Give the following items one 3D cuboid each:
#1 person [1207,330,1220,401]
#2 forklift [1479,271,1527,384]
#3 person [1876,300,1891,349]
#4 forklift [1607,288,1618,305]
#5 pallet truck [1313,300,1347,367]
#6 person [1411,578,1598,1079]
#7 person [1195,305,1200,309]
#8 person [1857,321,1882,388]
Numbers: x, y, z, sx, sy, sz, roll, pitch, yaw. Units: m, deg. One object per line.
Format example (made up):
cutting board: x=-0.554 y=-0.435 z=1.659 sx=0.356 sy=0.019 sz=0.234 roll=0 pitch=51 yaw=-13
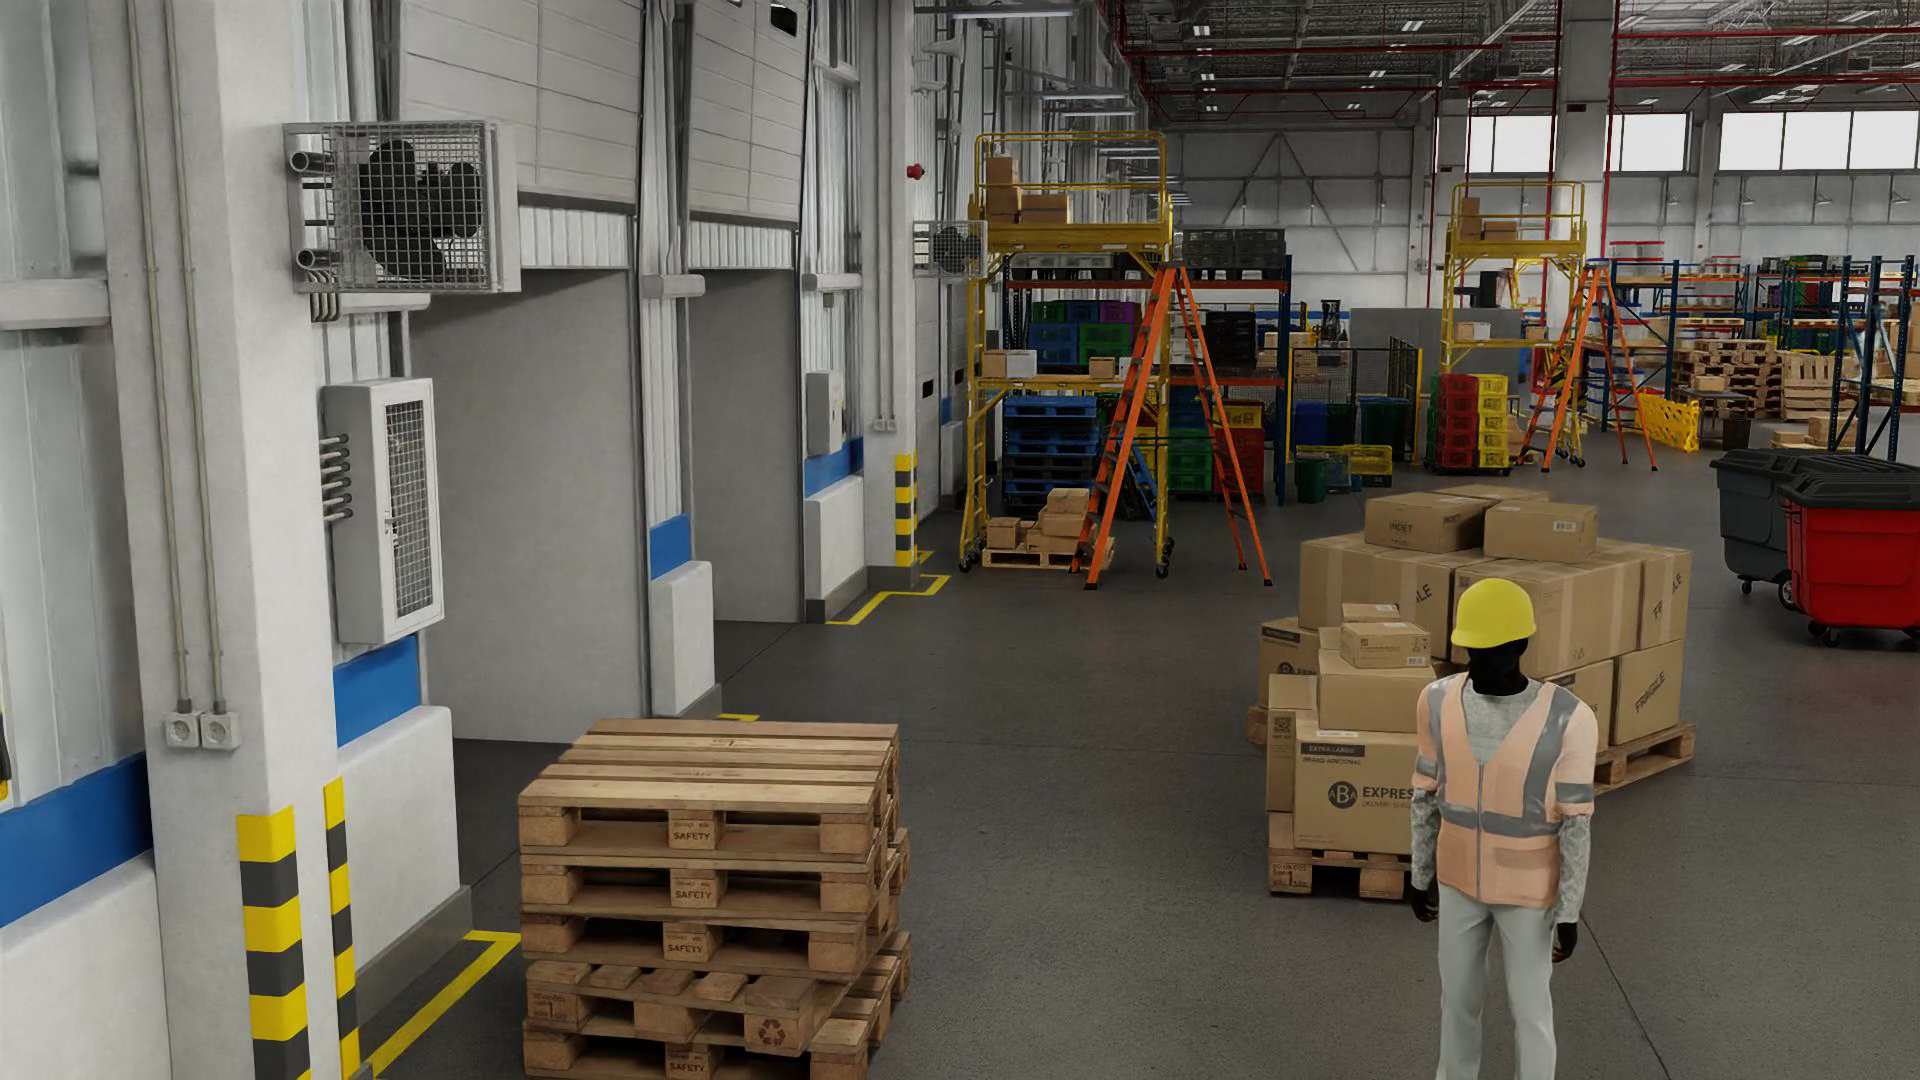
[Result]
person: x=5.324 y=-3.638 z=35.051 sx=0.313 sy=1.634 sz=0.515 roll=-4 pitch=10 yaw=-24
forklift: x=13.186 y=-5.328 z=41.628 sx=1.873 sy=2.768 sz=1.129 roll=1 pitch=9 yaw=9
person: x=29.357 y=-6.706 z=53.155 sx=0.650 sy=1.886 sz=0.912 roll=4 pitch=10 yaw=25
forklift: x=16.978 y=-5.756 z=44.264 sx=1.129 sy=2.768 sz=1.873 roll=-2 pitch=9 yaw=-13
pallet truck: x=11.159 y=-6.200 z=49.718 sx=0.823 sy=1.965 sz=1.885 roll=4 pitch=10 yaw=26
person: x=1.662 y=1.060 z=5.195 sx=0.585 sy=1.920 sz=0.395 roll=8 pitch=12 yaw=41
person: x=6.285 y=-5.344 z=44.660 sx=0.544 sy=1.930 sz=0.389 roll=-5 pitch=10 yaw=-28
person: x=19.206 y=-3.800 z=35.312 sx=0.606 sy=1.870 sz=0.654 roll=-4 pitch=10 yaw=-22
